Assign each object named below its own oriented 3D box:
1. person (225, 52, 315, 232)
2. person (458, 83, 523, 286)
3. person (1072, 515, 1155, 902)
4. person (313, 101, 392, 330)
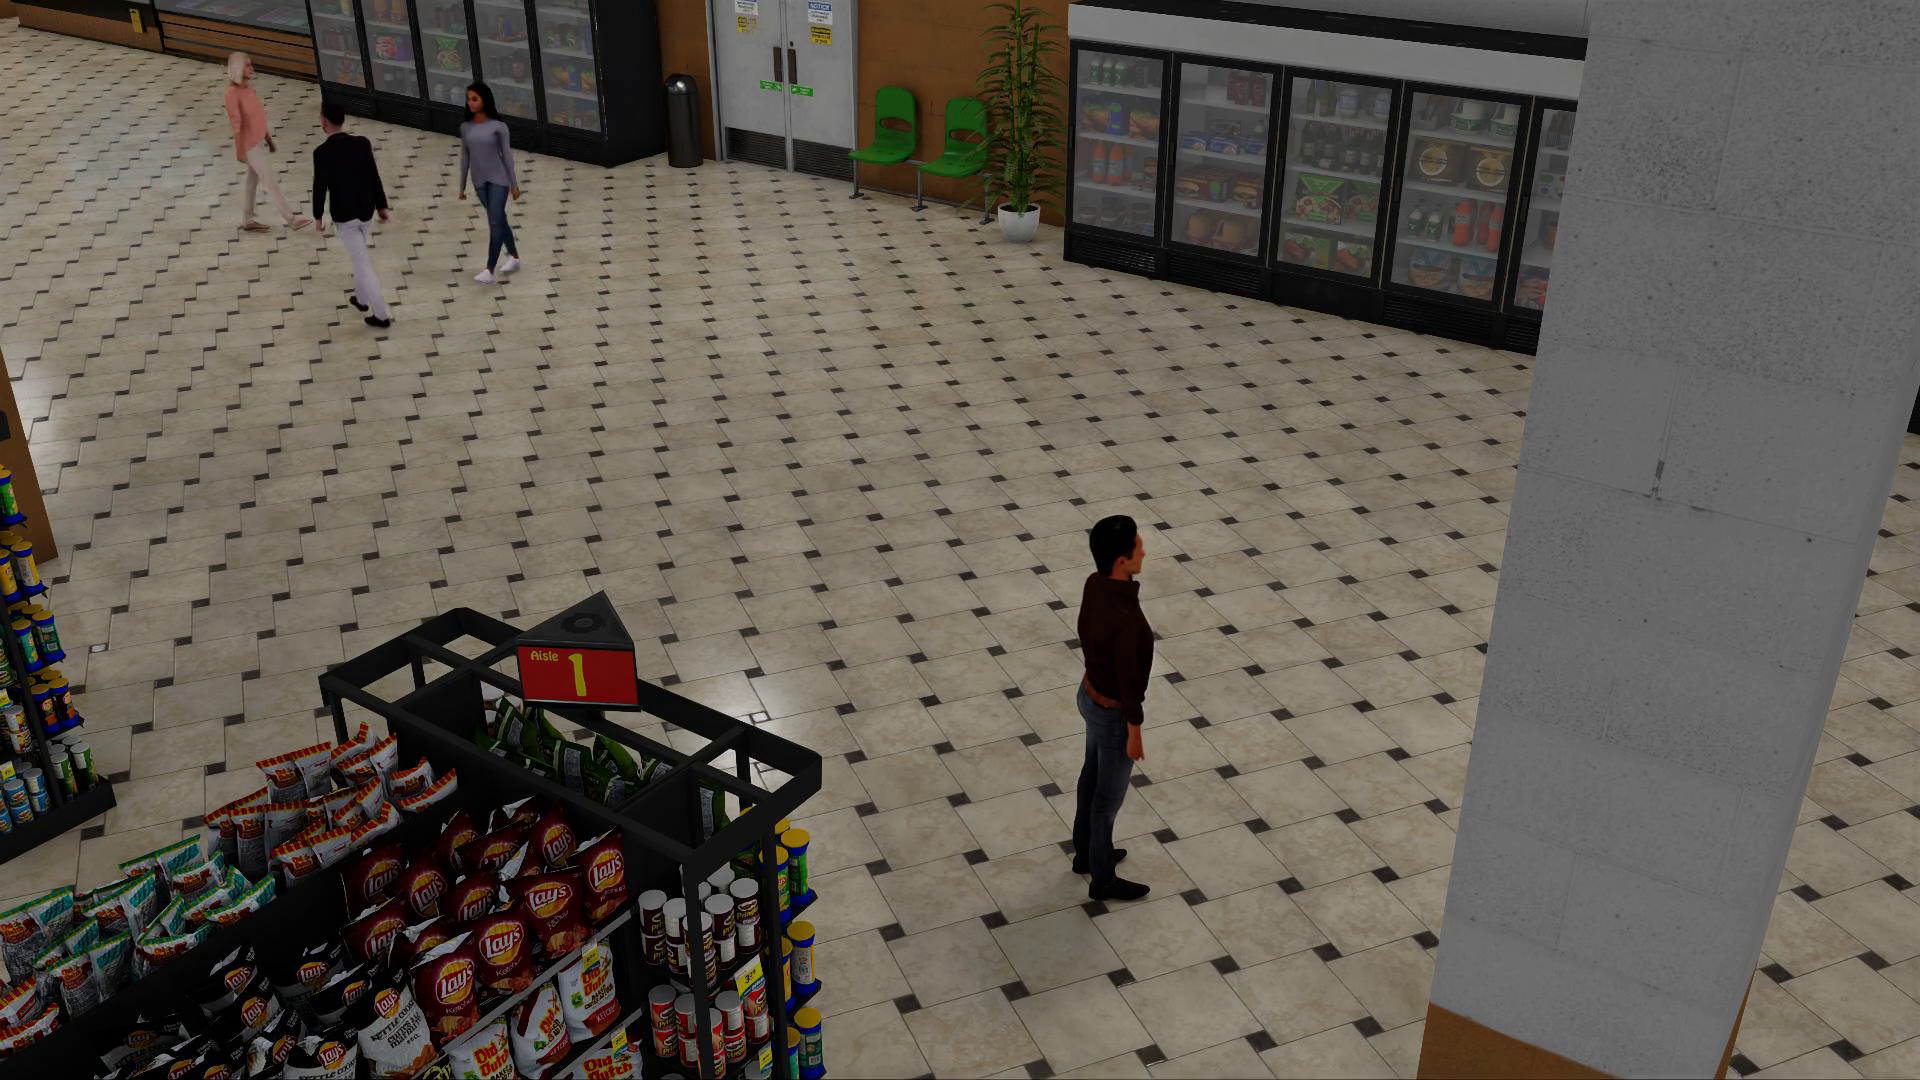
[{"bbox_3d":[-6.836,-3.769,15.875,1.009,1.700,1.019,0,27,0],"label":"person"},{"bbox_3d":[-4.068,-3.148,14.653,0.823,1.698,1.151,9,28,18],"label":"person"},{"bbox_3d":[0.622,0.706,6.960,0.753,1.782,0.709,-6,28,-12],"label":"person"},{"bbox_3d":[-4.838,-2.584,13.407,0.810,1.819,0.900,21,34,35],"label":"person"}]
